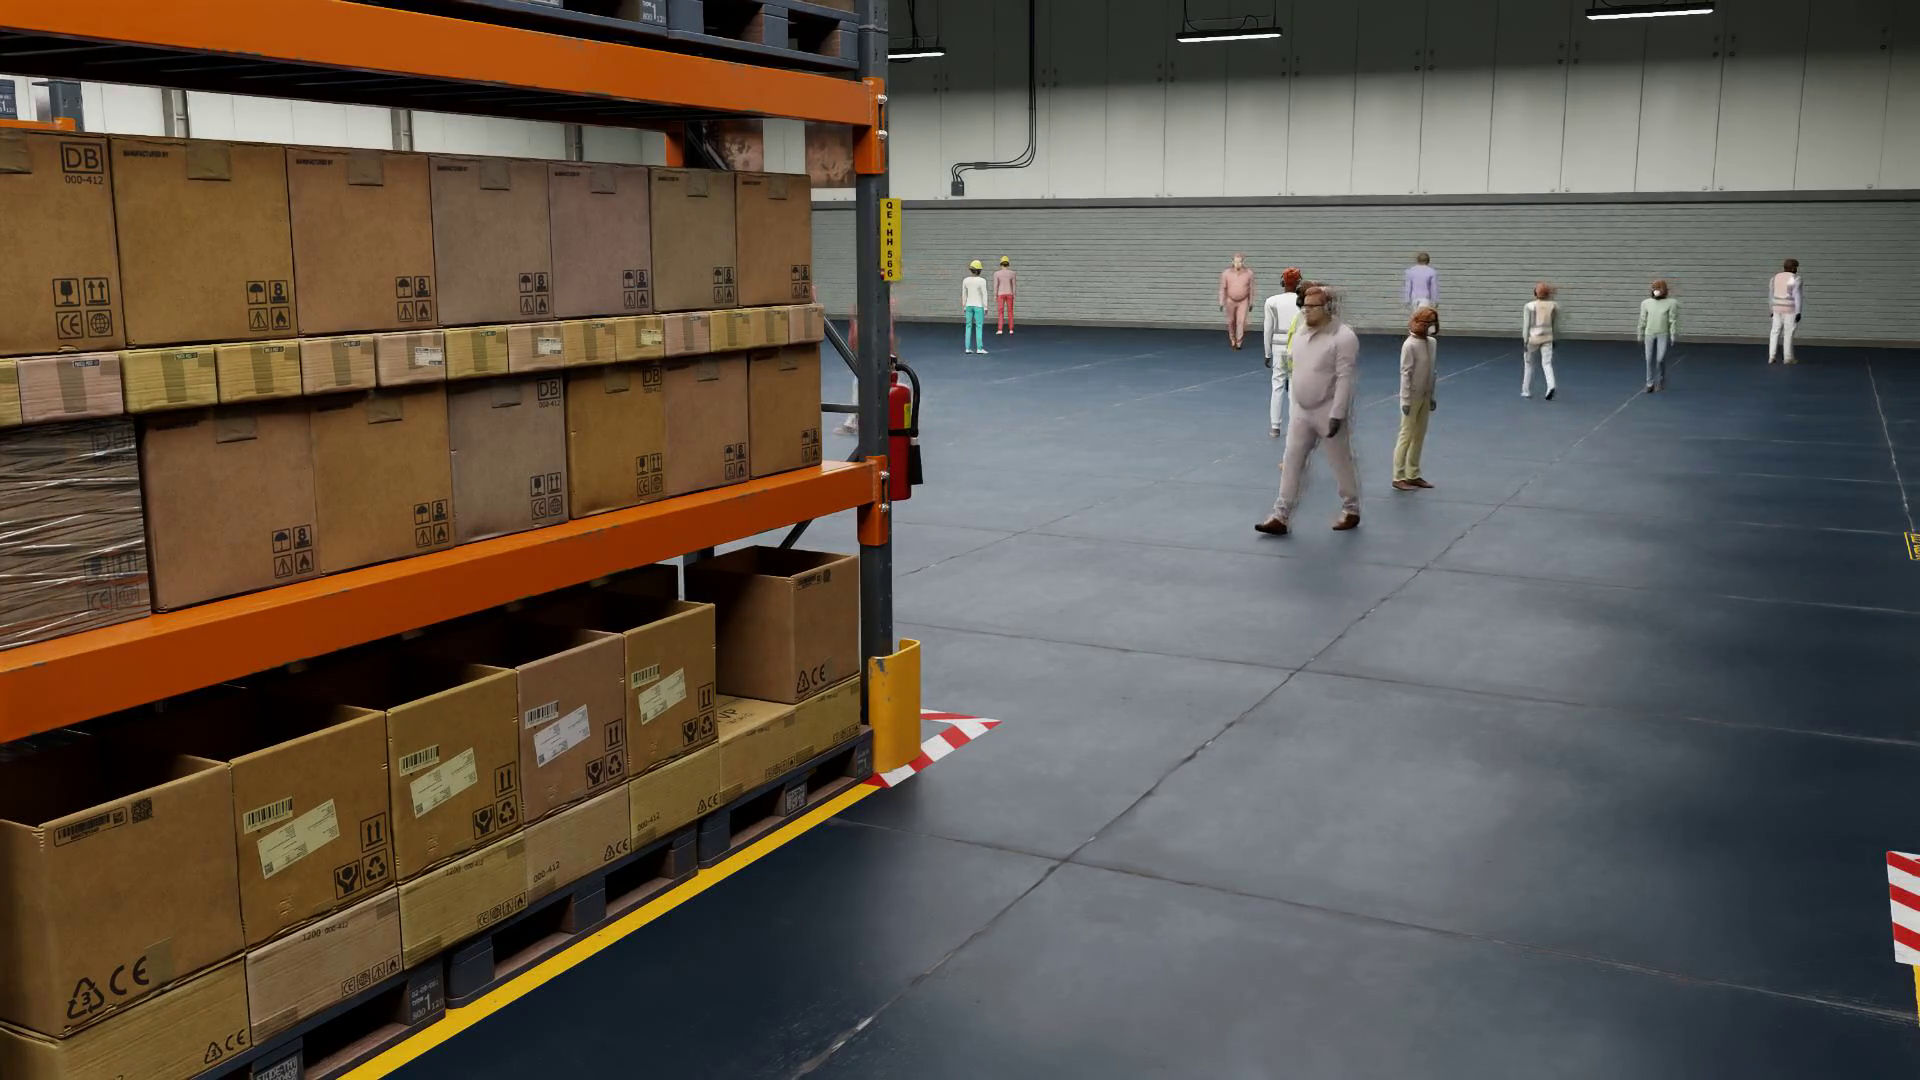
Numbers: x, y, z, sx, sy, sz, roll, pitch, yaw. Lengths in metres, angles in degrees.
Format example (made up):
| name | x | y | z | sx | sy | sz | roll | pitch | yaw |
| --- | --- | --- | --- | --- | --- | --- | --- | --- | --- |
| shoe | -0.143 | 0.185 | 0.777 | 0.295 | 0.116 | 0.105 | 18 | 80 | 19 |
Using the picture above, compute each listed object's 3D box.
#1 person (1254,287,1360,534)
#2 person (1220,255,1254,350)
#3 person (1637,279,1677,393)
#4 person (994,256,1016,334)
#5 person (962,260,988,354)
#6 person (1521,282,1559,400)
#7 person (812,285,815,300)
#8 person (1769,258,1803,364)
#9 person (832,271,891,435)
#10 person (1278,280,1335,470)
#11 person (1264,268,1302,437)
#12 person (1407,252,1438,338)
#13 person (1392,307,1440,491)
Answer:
| name | x | y | z | sx | sy | sz | roll | pitch | yaw |
| --- | --- | --- | --- | --- | --- | --- | --- | --- | --- |
| person | 2.696 | -0.965 | 12.508 | 0.989 | 1.859 | 0.652 | -8 | 13 | -37 |
| person | 5.492 | -4.732 | 33.044 | 0.657 | 1.865 | 0.980 | 2 | 11 | 10 |
| person | 9.899 | -2.892 | 23.664 | 0.520 | 1.617 | 0.353 | 8 | 13 | 37 |
| person | 1.017 | -5.542 | 37.718 | 0.522 | 1.768 | 0.312 | -2 | 11 | -10 |
| person | 0.297 | -4.409 | 31.539 | 0.533 | 1.768 | 0.310 | 6 | 12 | 31 |
| person | 7.978 | -2.730 | 22.824 | 0.519 | 1.610 | 0.805 | 0 | 10 | -1 |
| person | -2.692 | -3.784 | 28.175 | 0.522 | 1.750 | 0.508 | -3 | 11 | -17 |
| person | 14.487 | -4.008 | 29.151 | 0.429 | 1.840 | 0.633 | -5 | 11 | -25 |
| person | -0.997 | -2.181 | 18.916 | 1.028 | 1.950 | 0.614 | -5 | 12 | -27 |
| person | 3.366 | -1.563 | 15.861 | 0.549 | 1.824 | 0.632 | -3 | 11 | -16 |
| person | 3.667 | -2.078 | 18.506 | 0.576 | 1.882 | 0.355 | 3 | 11 | 17 |
| person | 9.404 | -4.916 | 33.947 | 0.643 | 1.904 | 0.963 | 9 | 14 | 41 |
| person | 4.035 | -1.241 | 14.658 | 0.506 | 1.623 | 0.298 | -10 | 14 | -43 |
